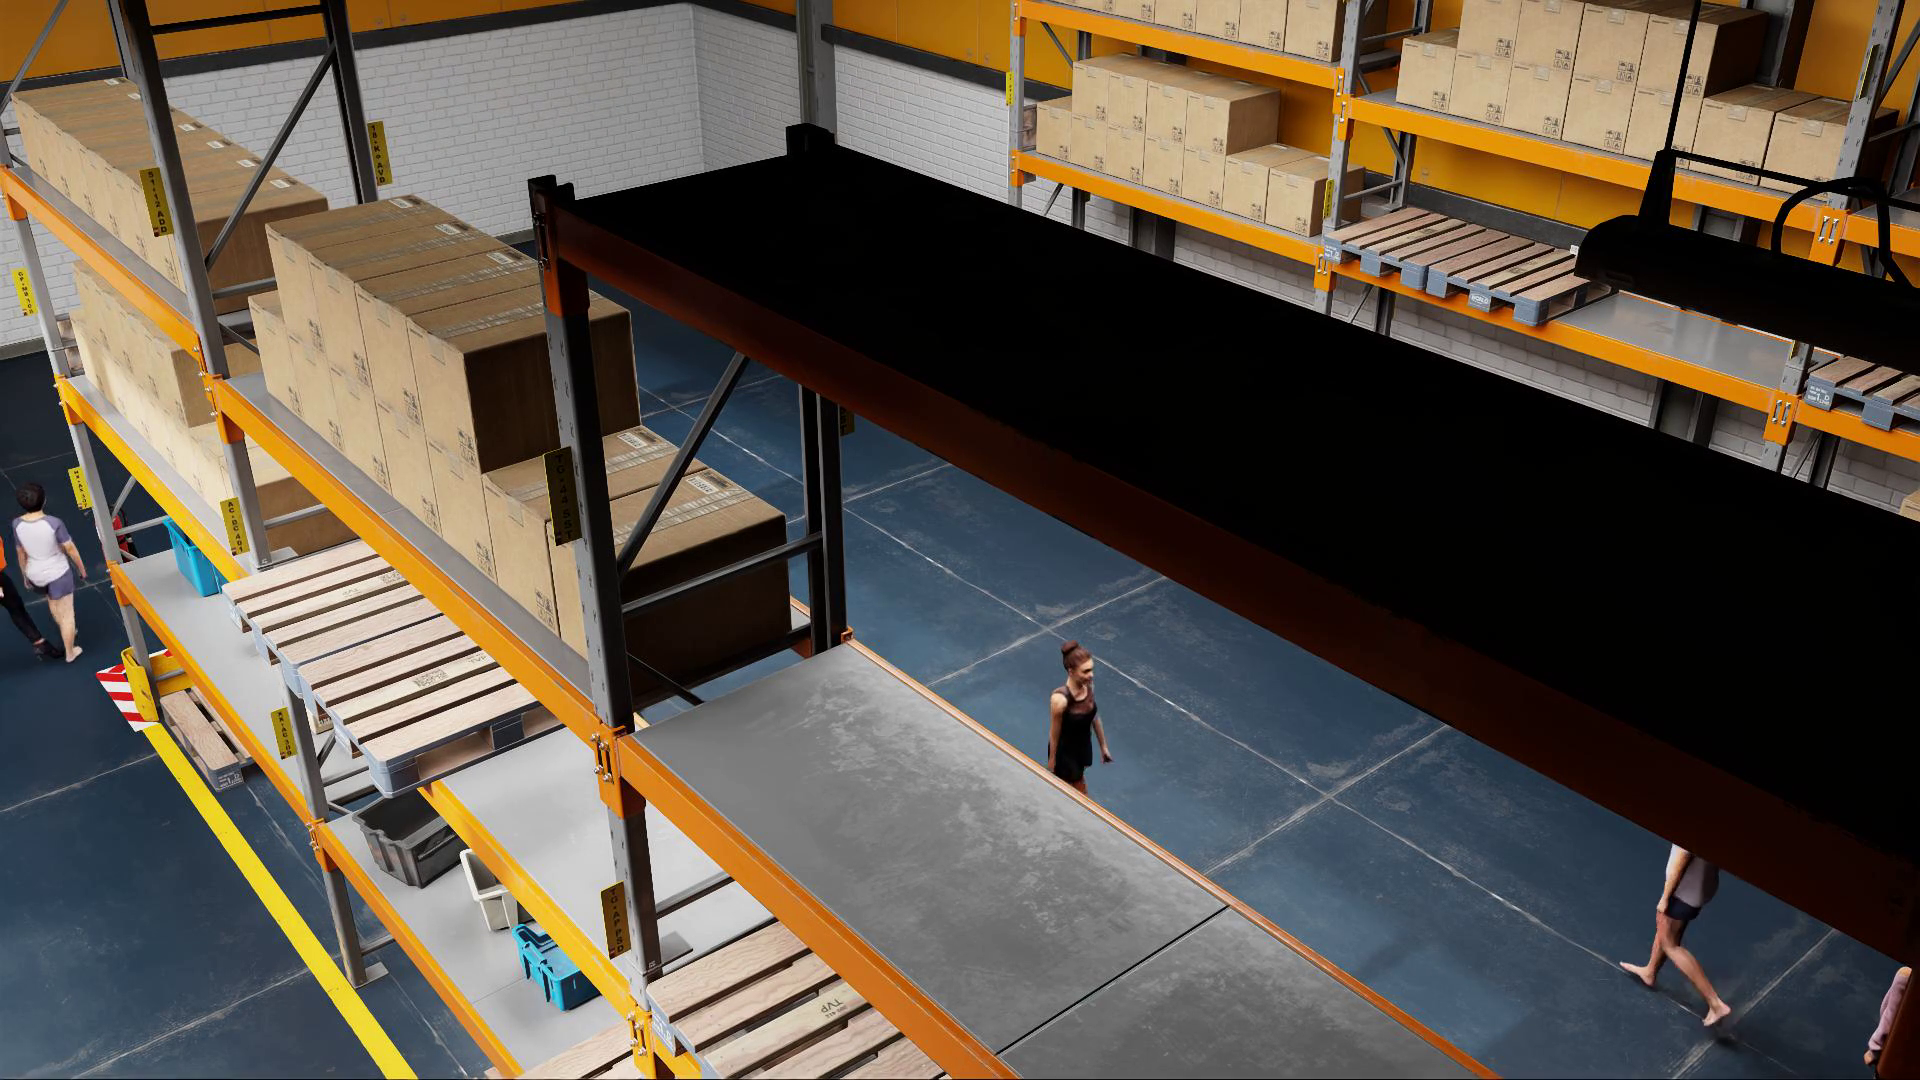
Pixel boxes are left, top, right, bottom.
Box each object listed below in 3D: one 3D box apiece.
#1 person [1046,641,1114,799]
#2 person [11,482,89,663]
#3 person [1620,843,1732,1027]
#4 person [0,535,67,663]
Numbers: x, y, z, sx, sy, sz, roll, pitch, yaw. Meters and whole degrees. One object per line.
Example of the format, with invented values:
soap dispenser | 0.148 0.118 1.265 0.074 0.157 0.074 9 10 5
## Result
person | 0.675 1.390 11.157 0.969 1.653 0.693 20 35 33
person | -7.299 0.290 13.286 0.765 1.546 0.831 -1 29 -2
person | 4.361 2.106 9.790 0.643 1.706 0.965 -19 34 -31
person | -7.728 0.350 13.016 0.960 1.699 1.106 -8 30 -14
